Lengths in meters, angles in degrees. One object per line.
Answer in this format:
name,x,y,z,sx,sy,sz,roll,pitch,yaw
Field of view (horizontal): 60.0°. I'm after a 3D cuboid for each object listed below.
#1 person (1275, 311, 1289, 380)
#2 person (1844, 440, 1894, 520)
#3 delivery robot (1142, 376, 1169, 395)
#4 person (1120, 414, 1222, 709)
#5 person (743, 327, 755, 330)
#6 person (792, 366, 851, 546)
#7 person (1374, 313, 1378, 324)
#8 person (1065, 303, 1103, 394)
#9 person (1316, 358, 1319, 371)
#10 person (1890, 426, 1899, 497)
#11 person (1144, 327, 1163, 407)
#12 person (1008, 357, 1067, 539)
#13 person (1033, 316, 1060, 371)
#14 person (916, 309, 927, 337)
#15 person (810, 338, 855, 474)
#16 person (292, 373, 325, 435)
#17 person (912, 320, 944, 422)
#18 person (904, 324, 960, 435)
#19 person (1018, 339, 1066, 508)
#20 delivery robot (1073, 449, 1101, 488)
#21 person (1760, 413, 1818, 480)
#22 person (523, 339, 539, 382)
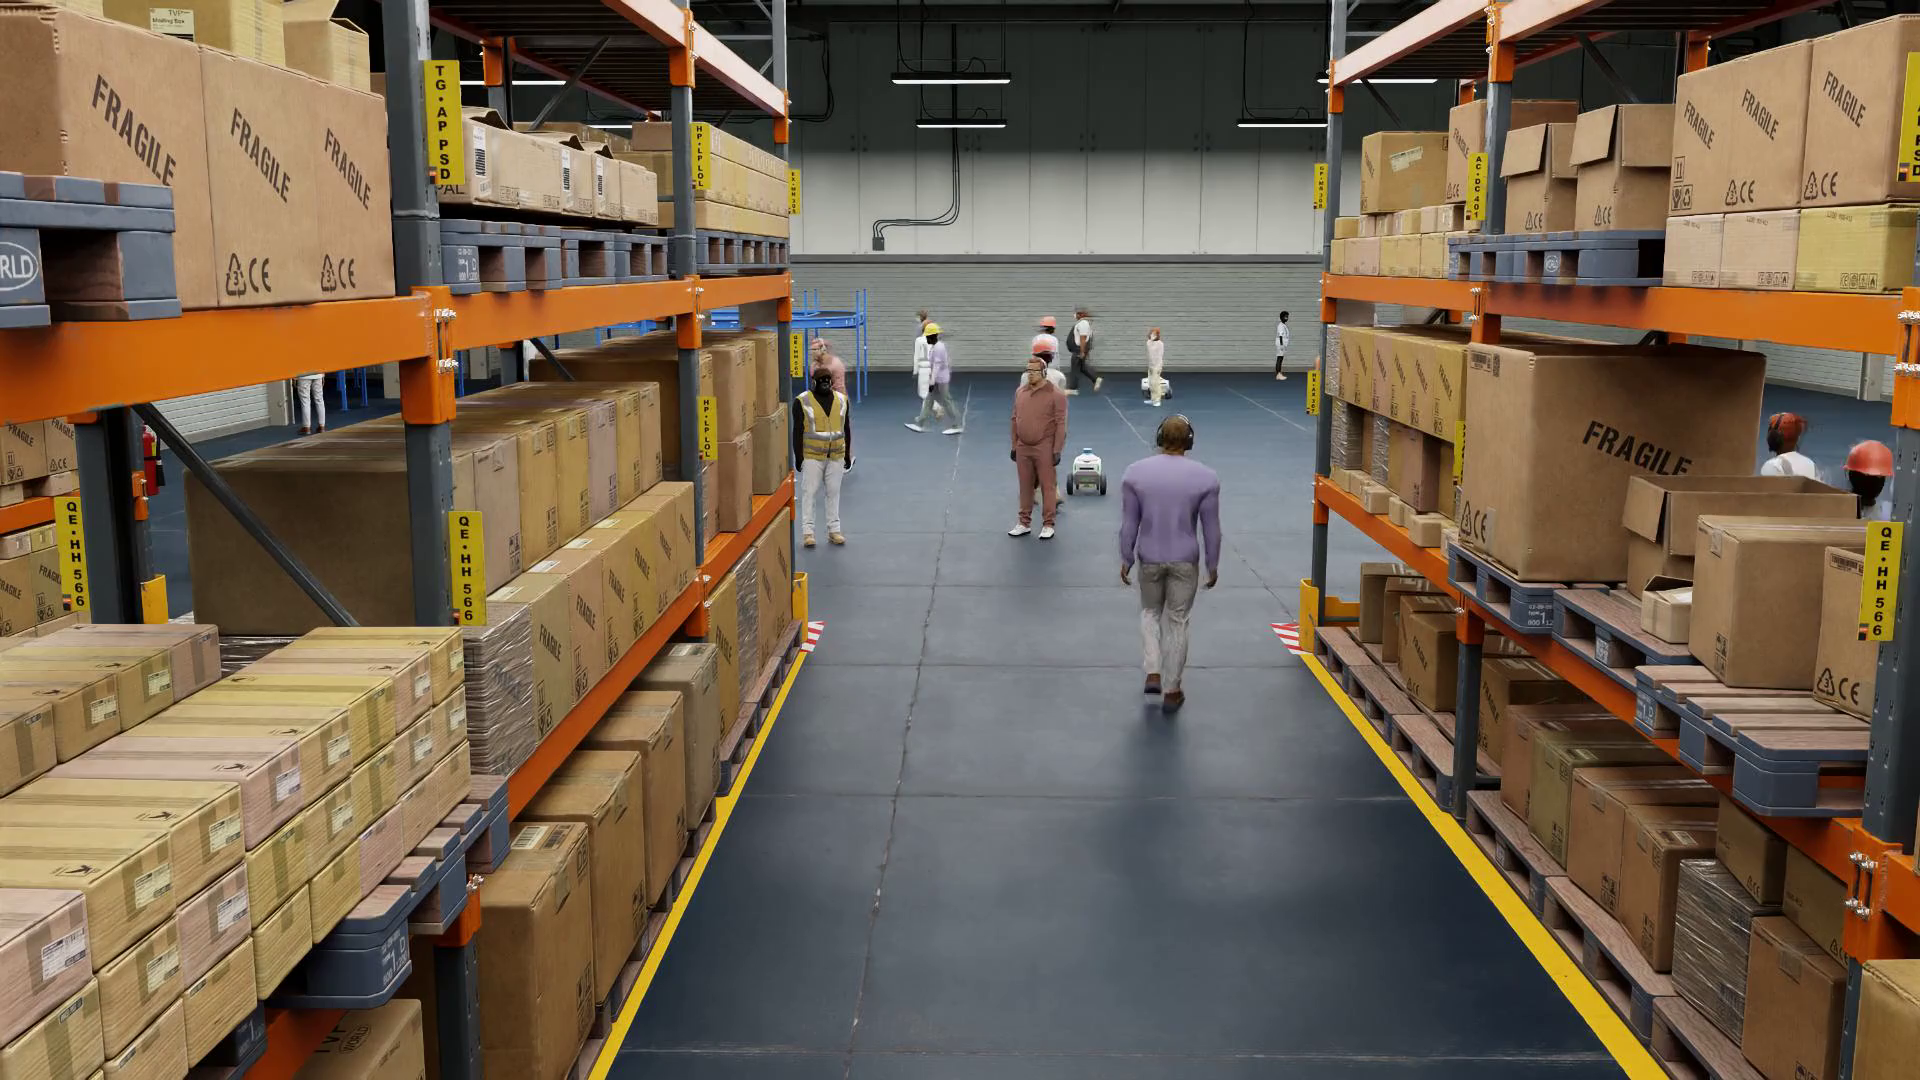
person,7.995,-4.824,41.273,0.321,1.695,0.529,3,10,18
person,5.050,0.373,9.474,0.557,1.923,0.720,1,10,6
delivery robot,4.191,-3.347,35.683,0.477,0.478,0.707,-4,10,-20
person,1.388,0.133,10.905,0.651,1.918,0.457,3,10,16
person,-3.832,-3.063,30.285,0.564,1.841,0.395,0,9,2
person,-1.409,-0.867,17.134,0.633,1.841,0.429,-4,10,-25
person,10.645,-5.308,43.523,0.651,1.912,0.410,7,12,35
person,2.727,-4.225,36.779,0.781,2.000,0.691,1,10,7
person,6.148,-2.501,27.483,0.533,1.644,0.875,0,9,-1
person,9.797,-0.869,16.996,0.686,1.883,0.680,-5,11,-29
person,3.928,-3.509,33.647,0.409,1.604,0.585,-5,11,-28
person,0.798,-0.975,17.582,0.636,1.911,0.406,6,11,32
person,1.621,-3.116,30.356,0.582,1.918,0.582,-8,12,-40
person,-0.723,-4.002,35.749,0.432,1.907,0.799,1,10,9
person,-1.767,-1.809,22.675,0.528,1.878,0.671,-9,13,-42
person,-11.052,-2.770,28.216,0.387,1.947,0.604,8,12,40
person,-0.550,-3.051,30.159,0.596,1.868,0.724,-9,13,-43
person,-0.457,-2.707,28.060,0.997,1.865,0.602,-2,10,-10
person,0.993,-1.385,19.764,0.607,2.008,1.014,-7,12,-35
delivery robot,1.618,-0.919,21.140,0.477,0.478,0.707,1,10,6
person,5.646,0.050,11.562,0.630,1.862,0.764,-6,11,-32
person,-7.945,-3.095,30.552,0.947,1.829,0.535,3,10,18
